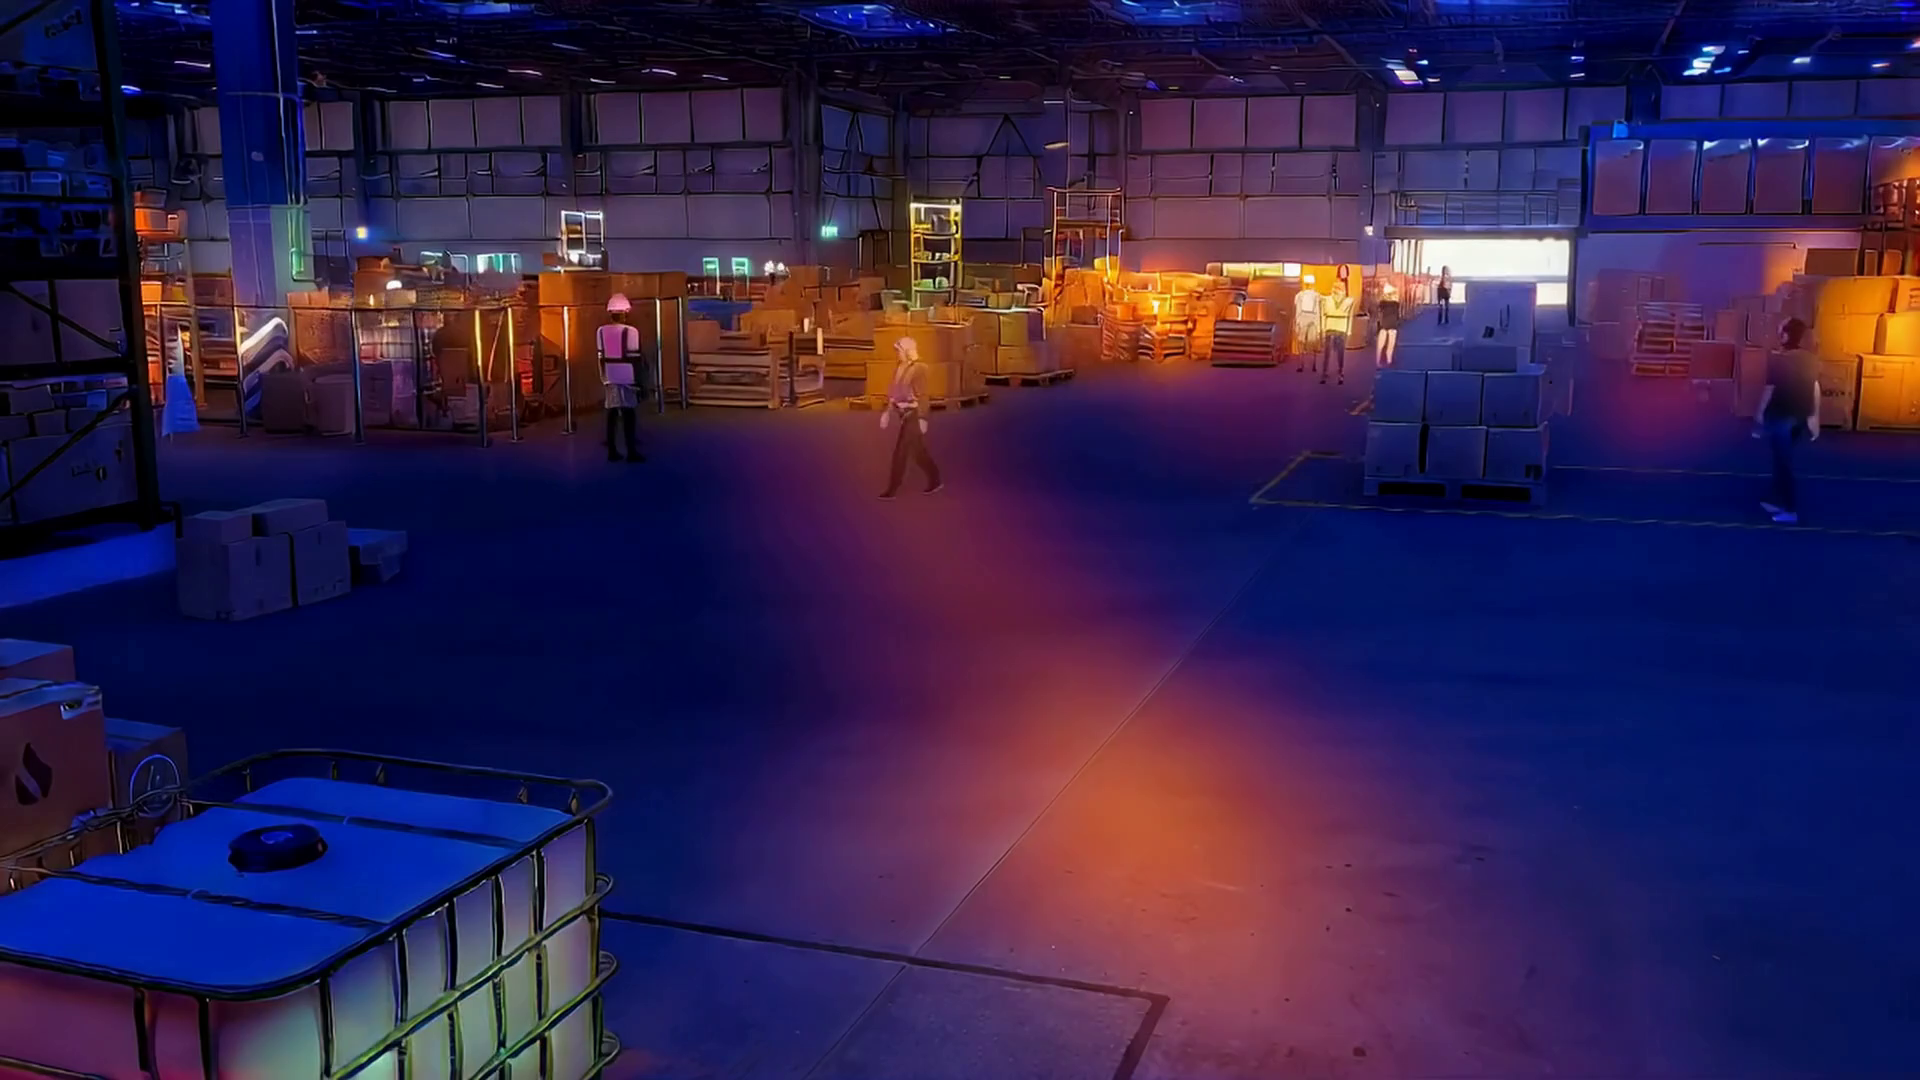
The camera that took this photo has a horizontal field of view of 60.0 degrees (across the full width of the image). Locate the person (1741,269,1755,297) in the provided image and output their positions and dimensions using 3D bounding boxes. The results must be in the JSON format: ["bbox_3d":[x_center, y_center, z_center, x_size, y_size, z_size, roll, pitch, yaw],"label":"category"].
[{"bbox_3d":[24.708,-7.689,52.187,0.583,1.880,0.653,0,10,0],"label":"person"}]

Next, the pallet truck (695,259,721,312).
[{"bbox_3d":[-9.165,-9.627,62.776,0.823,1.965,1.885,4,11,23],"label":"pallet truck"}]

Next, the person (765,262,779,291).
[{"bbox_3d":[-5.437,-7.086,48.468,0.819,2.009,0.603,-9,13,-40],"label":"person"}]

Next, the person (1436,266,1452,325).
[{"bbox_3d":[15.208,-7.682,52.250,0.505,1.847,0.348,9,13,40],"label":"person"}]

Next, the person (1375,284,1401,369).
[{"bbox_3d":[8.195,-4.010,31.795,0.528,1.767,0.329,-4,11,-21],"label":"person"}]

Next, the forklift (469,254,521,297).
[{"bbox_3d":[-17.990,-10.121,64.684,1.157,1.987,2.680,3,11,17],"label":"forklift"}]

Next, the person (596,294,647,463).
[{"bbox_3d":[-3.894,-1.847,19.128,0.543,1.938,0.357,4,11,21],"label":"person"}]

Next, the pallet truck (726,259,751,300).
[{"bbox_3d":[-7.986,-9.493,62.019,0.823,1.965,1.885,3,11,17],"label":"pallet truck"}]

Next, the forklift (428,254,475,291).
[{"bbox_3d":[-20.133,-10.254,65.465,1.157,1.987,2.680,3,11,19],"label":"forklift"}]

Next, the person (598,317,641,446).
[{"bbox_3d":[-4.259,-1.953,20.658,0.633,1.607,0.499,-8,13,-39],"label":"person"}]

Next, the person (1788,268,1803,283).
[{"bbox_3d":[20.035,-5.562,39.998,0.368,1.957,0.603,0,10,-3],"label":"person"}]

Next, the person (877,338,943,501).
[{"bbox_3d":[-0.482,-1.217,16.533,0.854,1.596,0.520,-6,12,-32],"label":"person"}]

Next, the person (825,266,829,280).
[{"bbox_3d":[-3.928,-7.333,50.245,0.678,1.869,0.660,2,10,13],"label":"person"}]

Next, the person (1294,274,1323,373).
[{"bbox_3d":[6.827,-4.251,32.666,0.547,1.938,0.378,0,10,2],"label":"person"}]

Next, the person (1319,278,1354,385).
[{"bbox_3d":[6.743,-3.735,29.813,0.587,1.920,0.390,4,11,24],"label":"person"}]

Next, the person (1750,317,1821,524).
[{"bbox_3d":[7.437,-1.091,15.110,0.565,1.847,0.722,-2,10,-12],"label":"person"}]
